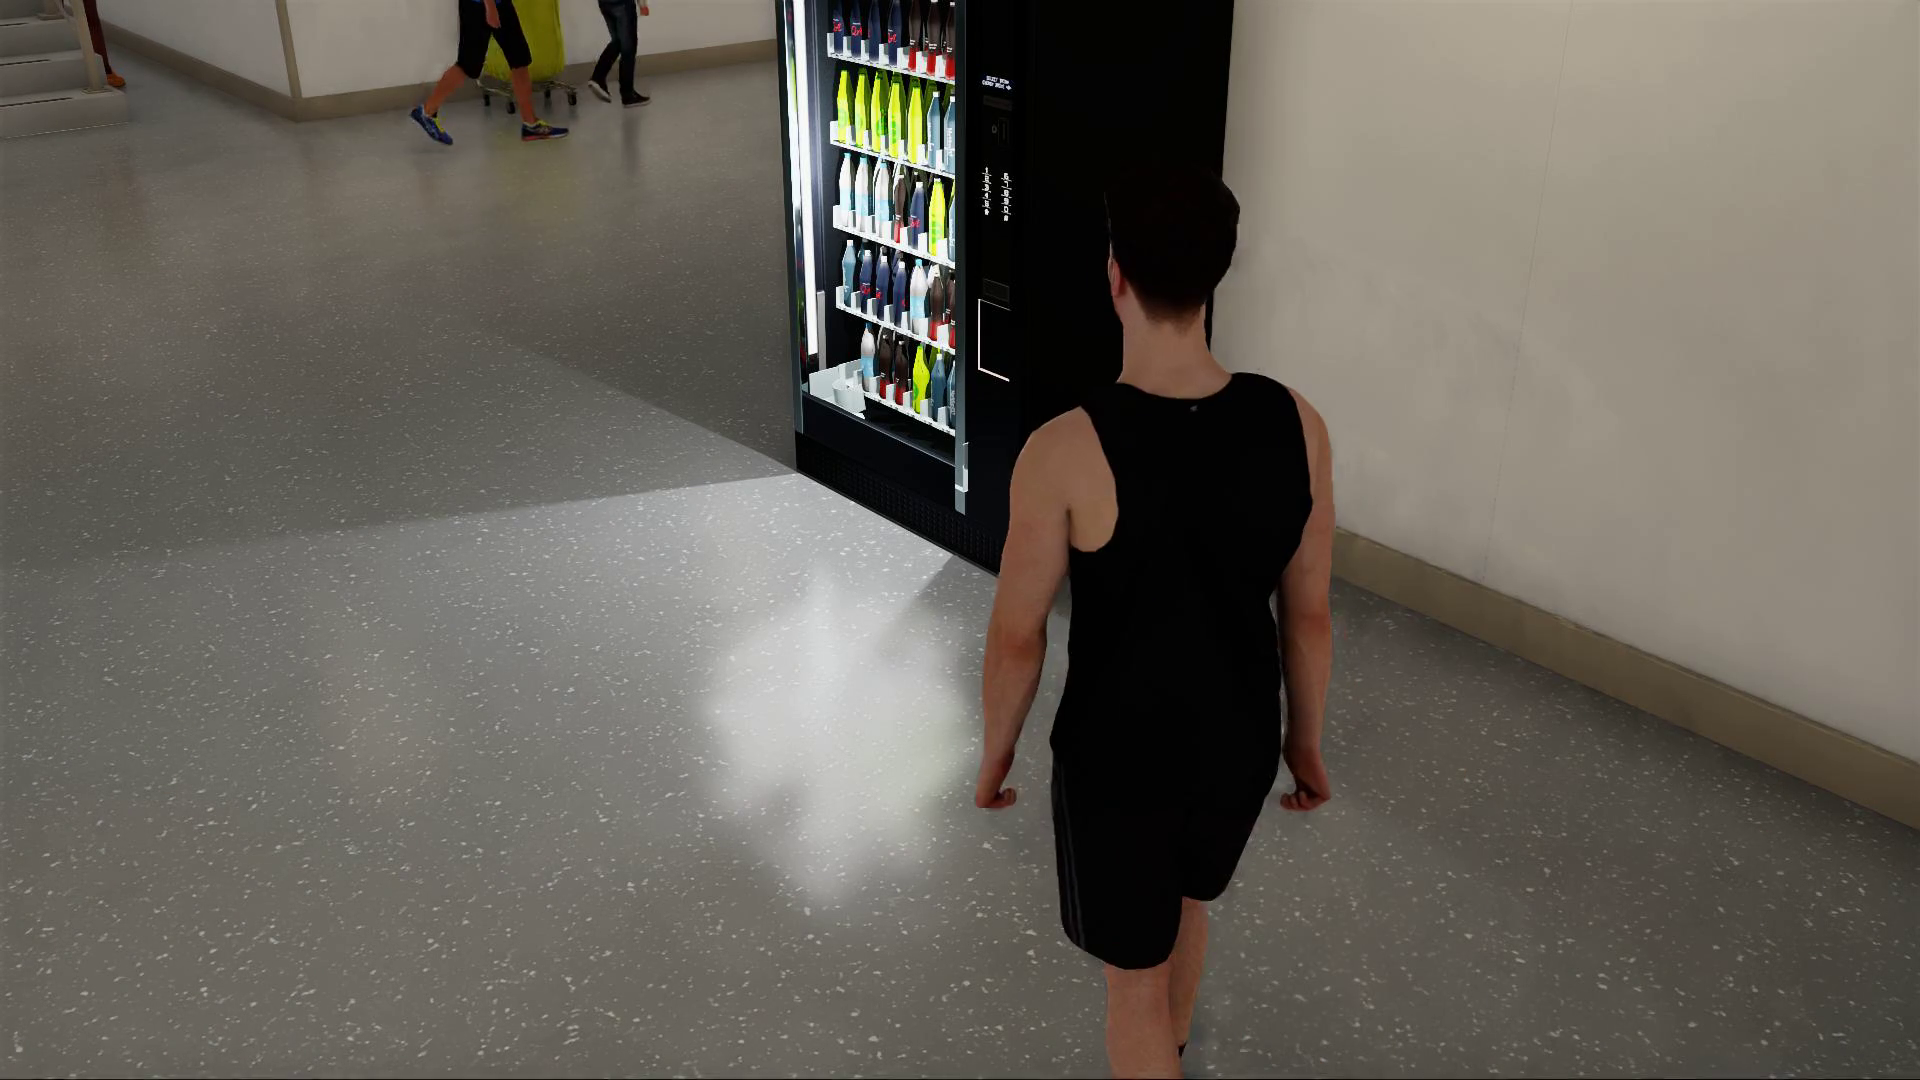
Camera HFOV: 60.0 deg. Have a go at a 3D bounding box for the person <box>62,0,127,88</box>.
[{"bbox_3d":[-6.638,-4.219,12.320,0.708,1.729,0.738,-5,26,-10],"label":"person"}]

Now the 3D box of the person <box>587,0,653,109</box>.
[{"bbox_3d":[-2.463,-3.761,11.690,0.638,1.450,0.649,21,33,37],"label":"person"}]

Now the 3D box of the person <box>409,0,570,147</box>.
[{"bbox_3d":[-3.093,-3.388,10.474,1.099,1.834,1.229,-4,26,-8],"label":"person"}]

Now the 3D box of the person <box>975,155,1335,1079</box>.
[{"bbox_3d":[0.351,0.373,2.622,0.827,1.881,0.819,-7,27,-15],"label":"person"}]
